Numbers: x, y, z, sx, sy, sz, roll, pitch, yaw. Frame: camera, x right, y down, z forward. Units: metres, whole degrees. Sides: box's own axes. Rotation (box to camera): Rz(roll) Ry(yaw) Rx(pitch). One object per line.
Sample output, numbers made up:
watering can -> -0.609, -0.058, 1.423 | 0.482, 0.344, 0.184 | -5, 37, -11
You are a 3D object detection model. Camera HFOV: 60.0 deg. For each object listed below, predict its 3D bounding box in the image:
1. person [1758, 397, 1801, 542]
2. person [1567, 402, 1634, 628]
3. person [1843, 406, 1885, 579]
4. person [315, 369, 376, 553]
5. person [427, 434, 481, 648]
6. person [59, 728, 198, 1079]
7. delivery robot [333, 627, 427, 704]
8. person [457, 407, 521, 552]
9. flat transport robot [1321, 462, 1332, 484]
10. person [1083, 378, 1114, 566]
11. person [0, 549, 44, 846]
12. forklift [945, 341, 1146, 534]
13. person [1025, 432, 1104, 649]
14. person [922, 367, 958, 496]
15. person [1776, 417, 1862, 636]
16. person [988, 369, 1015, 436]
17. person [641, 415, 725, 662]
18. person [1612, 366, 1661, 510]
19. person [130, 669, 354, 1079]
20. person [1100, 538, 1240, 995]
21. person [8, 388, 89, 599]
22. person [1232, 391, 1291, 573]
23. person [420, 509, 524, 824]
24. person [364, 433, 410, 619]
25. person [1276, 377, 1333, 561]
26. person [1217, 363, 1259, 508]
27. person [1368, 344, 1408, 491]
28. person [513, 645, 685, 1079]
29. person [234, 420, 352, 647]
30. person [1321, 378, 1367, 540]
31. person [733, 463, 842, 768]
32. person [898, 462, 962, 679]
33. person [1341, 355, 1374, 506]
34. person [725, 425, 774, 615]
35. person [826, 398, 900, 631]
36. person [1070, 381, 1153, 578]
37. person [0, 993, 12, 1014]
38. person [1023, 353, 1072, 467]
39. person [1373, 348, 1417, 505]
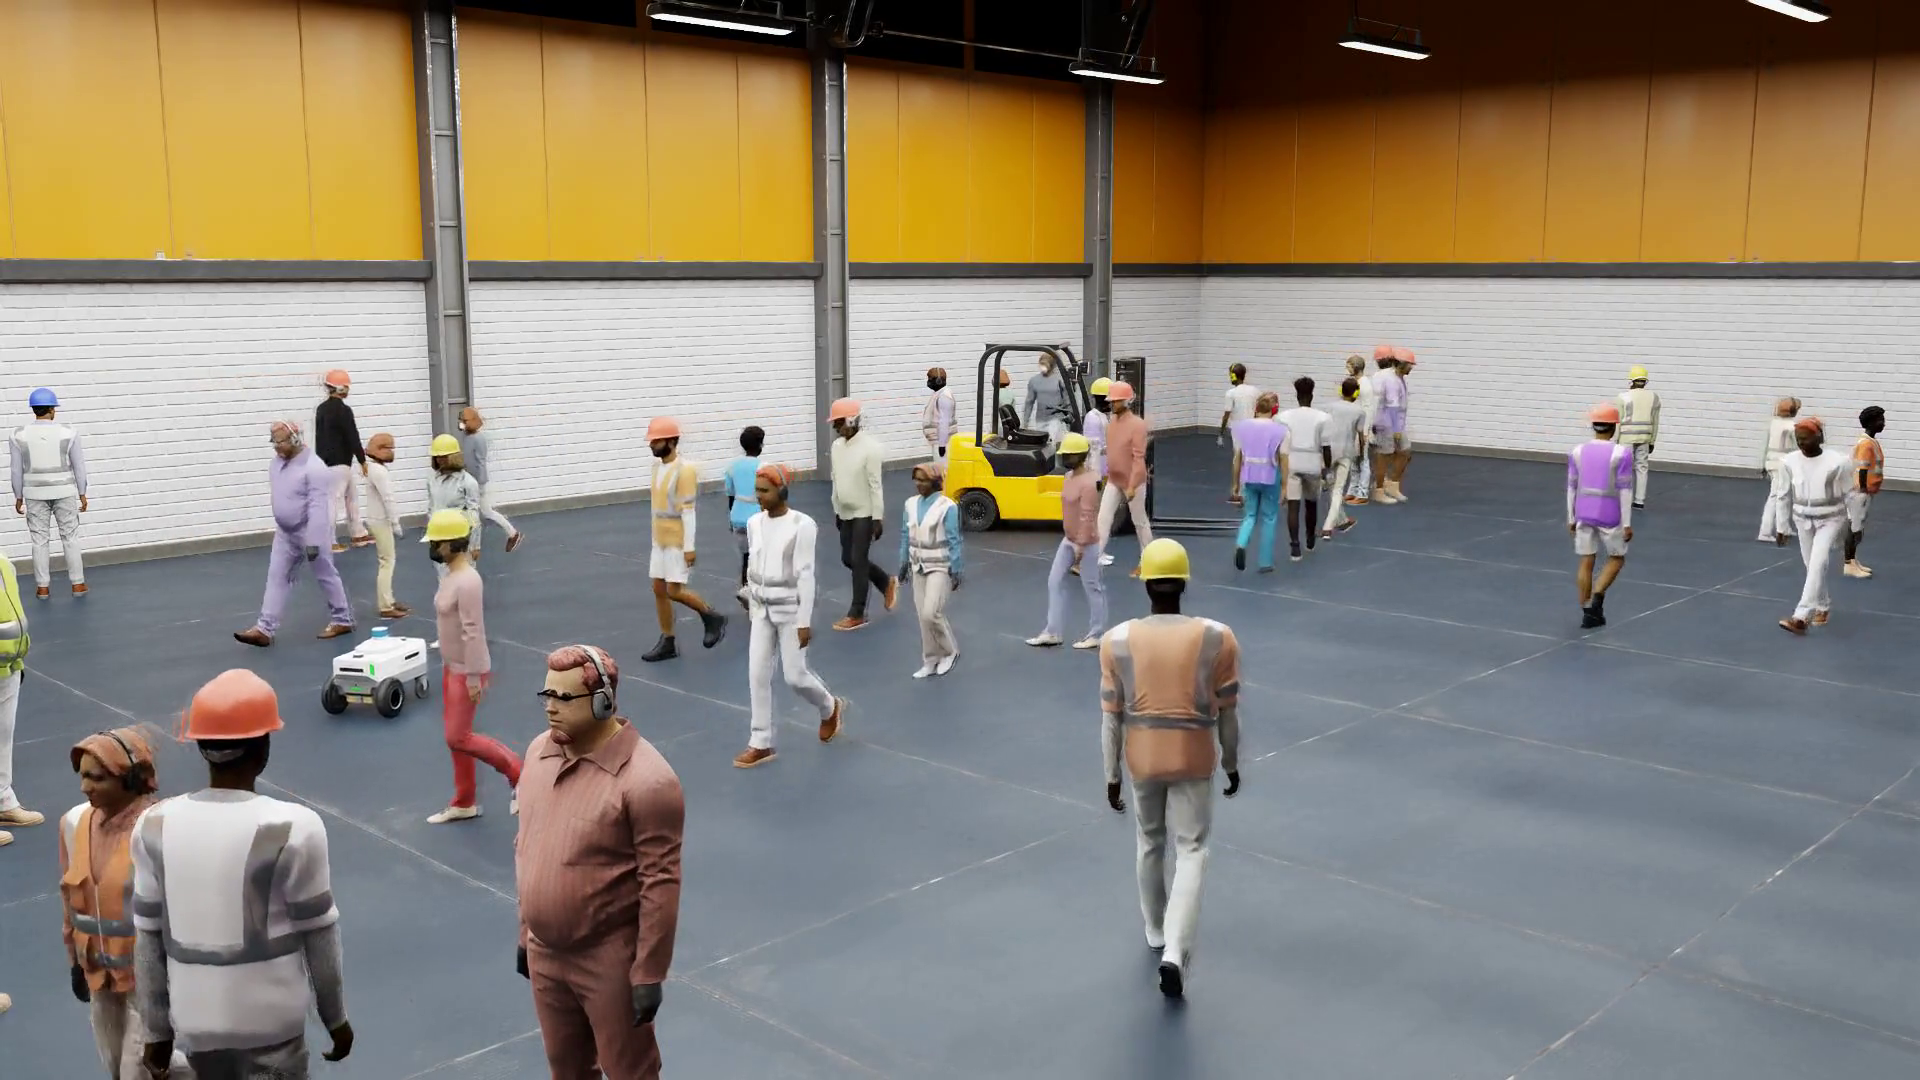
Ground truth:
person -> 9.203, -0.773, 18.456 | 0.706, 1.613, 0.527 | -1, 9, -6
person -> 5.390, -0.200, 14.001 | 0.576, 1.924, 0.415 | 9, 13, 44
person -> 8.919, -0.479, 16.413 | 0.322, 1.696, 0.536 | 6, 11, 32
person -> -6.552, -0.849, 17.879 | 0.896, 1.959, 0.623 | -8, 13, -42
person -> -4.044, 0.023, 13.229 | 0.486, 1.737, 0.320 | 4, 10, 25
person -> -2.602, 1.368, 5.347 | 0.524, 1.617, 0.705 | 3, 10, 19
delivery robot -> -4.000, 0.846, 11.492 | 0.477, 0.478, 0.707 | 2, 10, 13
person -> -5.063, -0.616, 17.564 | 0.505, 1.601, 0.801 | 9, 13, 44
flat transport robot -> 5.049, -0.975, 23.811 | 0.652, 0.197, 1.431 | 2, 9, 13
person -> 1.448, -0.709, 17.116 | 0.374, 1.925, 0.595 | 2, 9, 10
person -> -5.177, 0.686, 8.830 | 0.429, 1.842, 0.637 | 0, 9, -1
forklift -> 0.977, -1.223, 19.452 | 2.313, 2.155, 1.214 | 2, 9, 11
person -> 0.835, 0.023, 13.166 | 0.736, 1.737, 0.553 | -4, 10, -21
person -> -0.251, -1.217, 20.540 | 0.430, 1.836, 0.630 | -1, 9, -8
person -> 7.147, -0.124, 13.893 | 1.020, 1.809, 0.614 | -7, 12, -37
person -> 0.588, -1.569, 23.285 | 0.270, 1.632, 0.504 | 8, 12, 41
person -> -2.188, -0.017, 12.902 | 0.601, 1.917, 0.556 | -8, 12, -41
person -> 8.471, -1.273, 20.907 | 0.595, 1.827, 0.403 | -1, 9, -6
person -> -2.012, 1.323, 4.697 | 0.545, 1.920, 0.446 | 2, 9, 12
person -> 0.885, 0.941, 7.094 | 0.594, 1.900, 0.882 | 2, 10, 13
person -> -8.387, -0.426, 15.336 | 0.616, 1.940, 0.402 | -4, 10, -24
person -> 2.966, -0.554, 16.468 | 0.589, 1.825, 0.579 | 5, 11, 30
person -> -2.660, 0.693, 9.060 | 0.487, 1.755, 0.536 | -5, 10, -27
person -> -5.000, -0.124, 14.471 | 0.314, 1.622, 0.502 | -4, 10, -22
person -> 3.602, -0.756, 17.506 | 0.612, 1.905, 1.017 | 2, 10, 13
person -> 3.501, -1.330, 21.171 | 0.515, 1.844, 0.697 | -7, 11, -35
person -> 5.797, -1.636, 22.520 | 0.672, 2.020, 0.500 | -3, 10, -20
person -> -1.147, 1.258, 5.124 | 0.642, 1.909, 0.410 | 6, 11, 33
person -> -5.368, -0.053, 13.383 | 0.705, 1.831, 1.019 | 5, 11, 28
person -> 4.295, -0.920, 18.799 | 0.561, 1.809, 0.949 | 6, 11, 31
person -> -1.071, 0.446, 10.246 | 0.591, 1.862, 0.749 | 7, 11, 35
person -> -0.233, 0.234, 12.268 | 0.543, 1.625, 0.374 | 9, 13, 44
person -> 5.098, -1.404, 21.357 | 0.371, 1.936, 0.629 | -1, 9, -5
person -> -1.822, -0.155, 14.446 | 0.539, 1.679, 0.432 | 5, 11, 30
person -> -0.807, -0.244, 14.162 | 0.776, 1.961, 0.658 | -9, 13, -44
person -> 1.536, -0.561, 16.137 | 1.004, 1.939, 0.628 | -7, 11, -36
person -> -4.085, 1.073, 6.519 | 0.476, 1.816, 0.677 | -7, 12, -37
person -> 1.134, -1.581, 22.557 | 0.661, 1.888, 0.997 | 6, 11, 33
person -> 5.607, -1.449, 21.369 | 0.572, 2.015, 0.692 | 5, 10, 26
